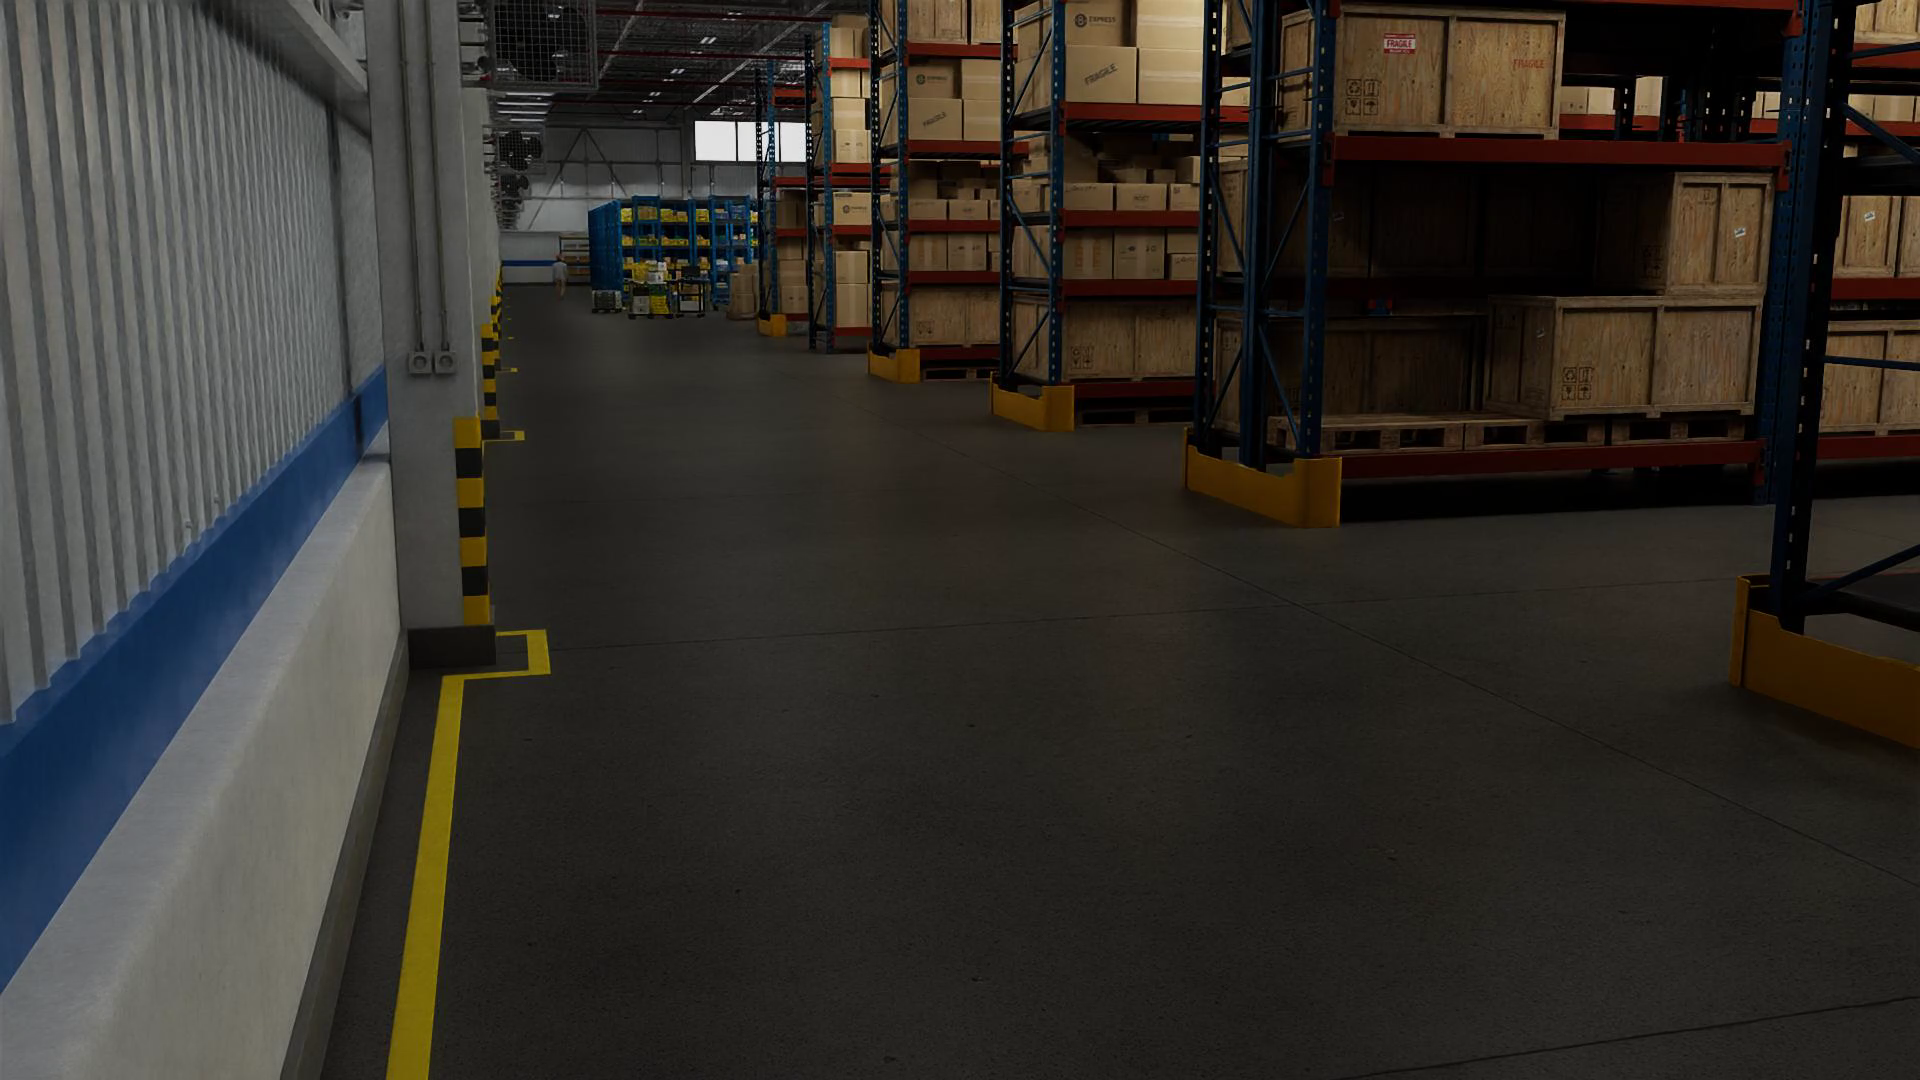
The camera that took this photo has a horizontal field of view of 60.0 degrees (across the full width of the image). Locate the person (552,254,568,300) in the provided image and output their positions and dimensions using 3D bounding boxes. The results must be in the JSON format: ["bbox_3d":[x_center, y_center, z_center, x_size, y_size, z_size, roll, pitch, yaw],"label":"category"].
[{"bbox_3d":[-15.170,-9.967,63.020,0.588,1.737,0.454,-2,10,-11],"label":"person"}]
